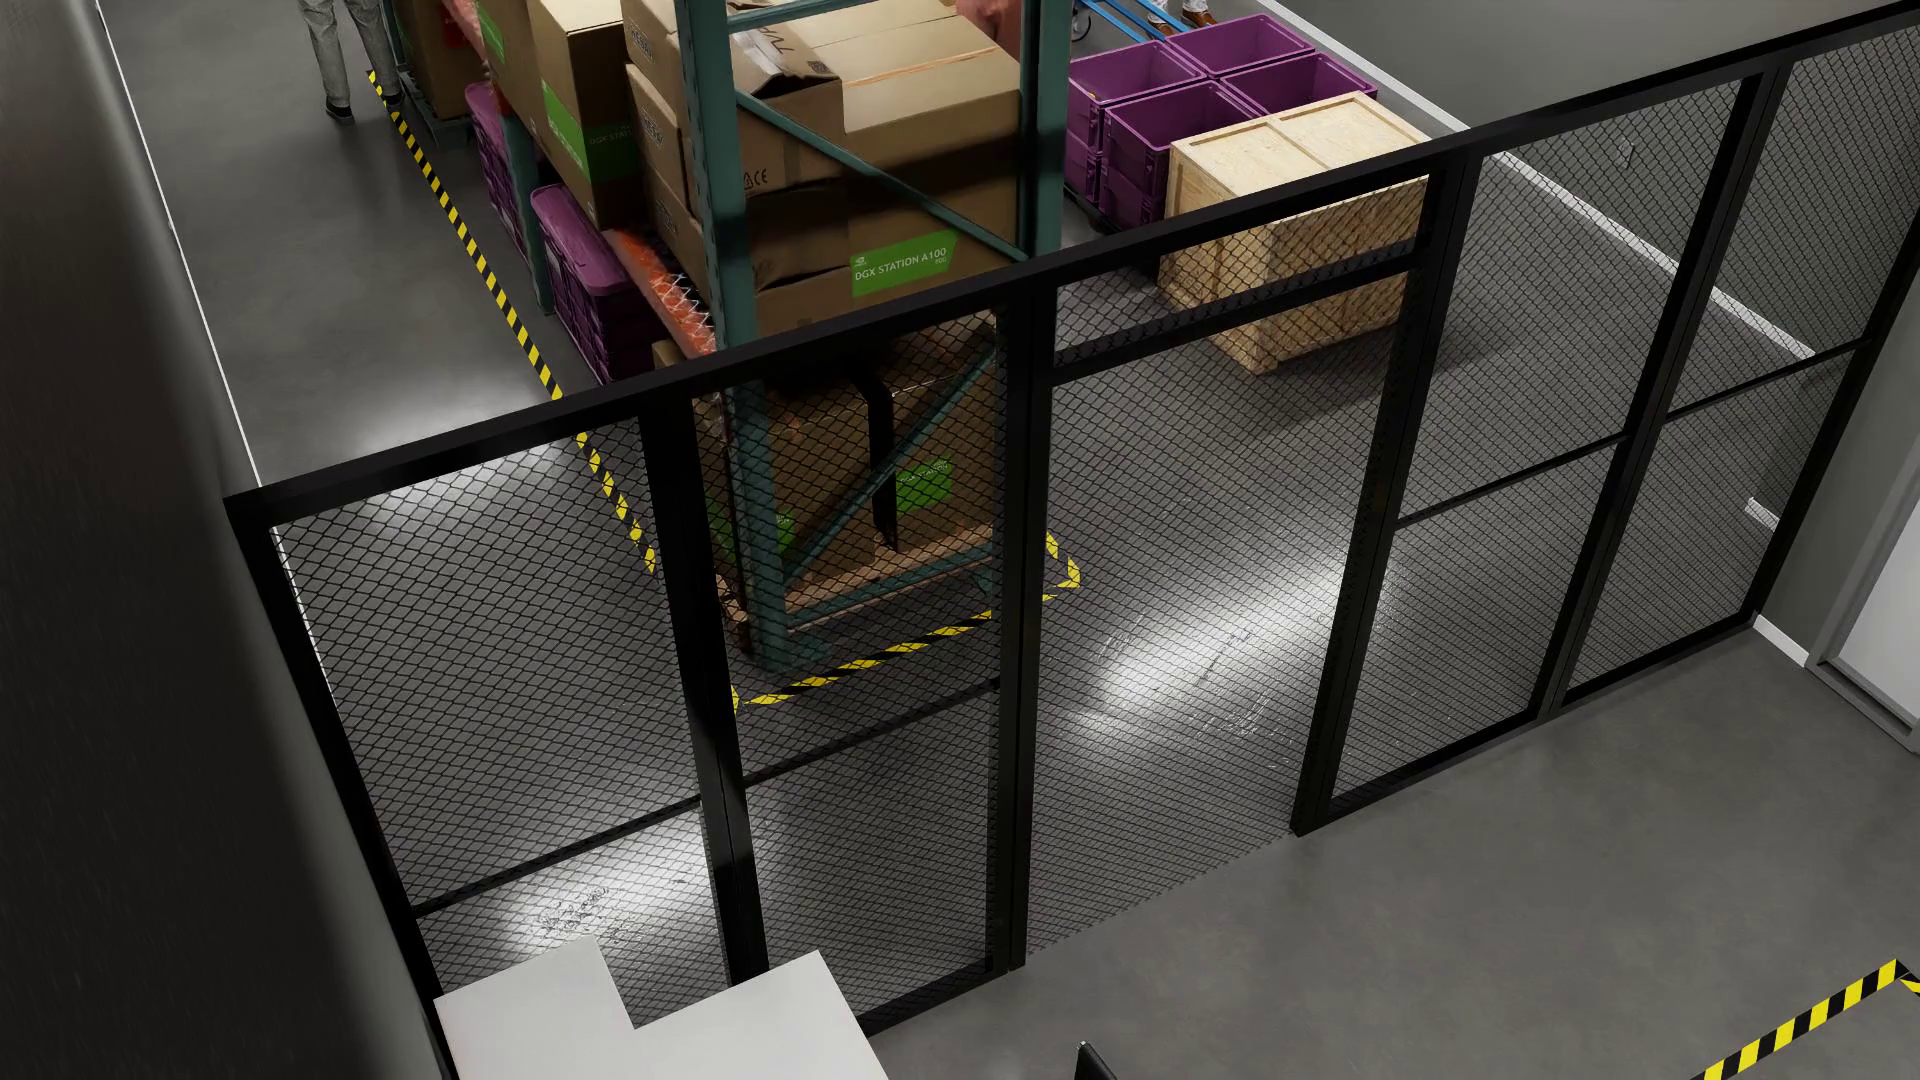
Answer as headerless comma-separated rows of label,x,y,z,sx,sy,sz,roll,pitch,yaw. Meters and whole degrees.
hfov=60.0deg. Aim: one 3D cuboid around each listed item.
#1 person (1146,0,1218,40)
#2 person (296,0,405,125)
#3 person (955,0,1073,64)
person,1.272,-3.626,8.915,0.631,1.936,0.372,-22,47,-22
person,-3.191,-2.981,8.286,0.597,1.828,0.403,-20,46,-20
person,0.197,-1.822,6.897,0.621,1.992,0.397,-31,51,-30
